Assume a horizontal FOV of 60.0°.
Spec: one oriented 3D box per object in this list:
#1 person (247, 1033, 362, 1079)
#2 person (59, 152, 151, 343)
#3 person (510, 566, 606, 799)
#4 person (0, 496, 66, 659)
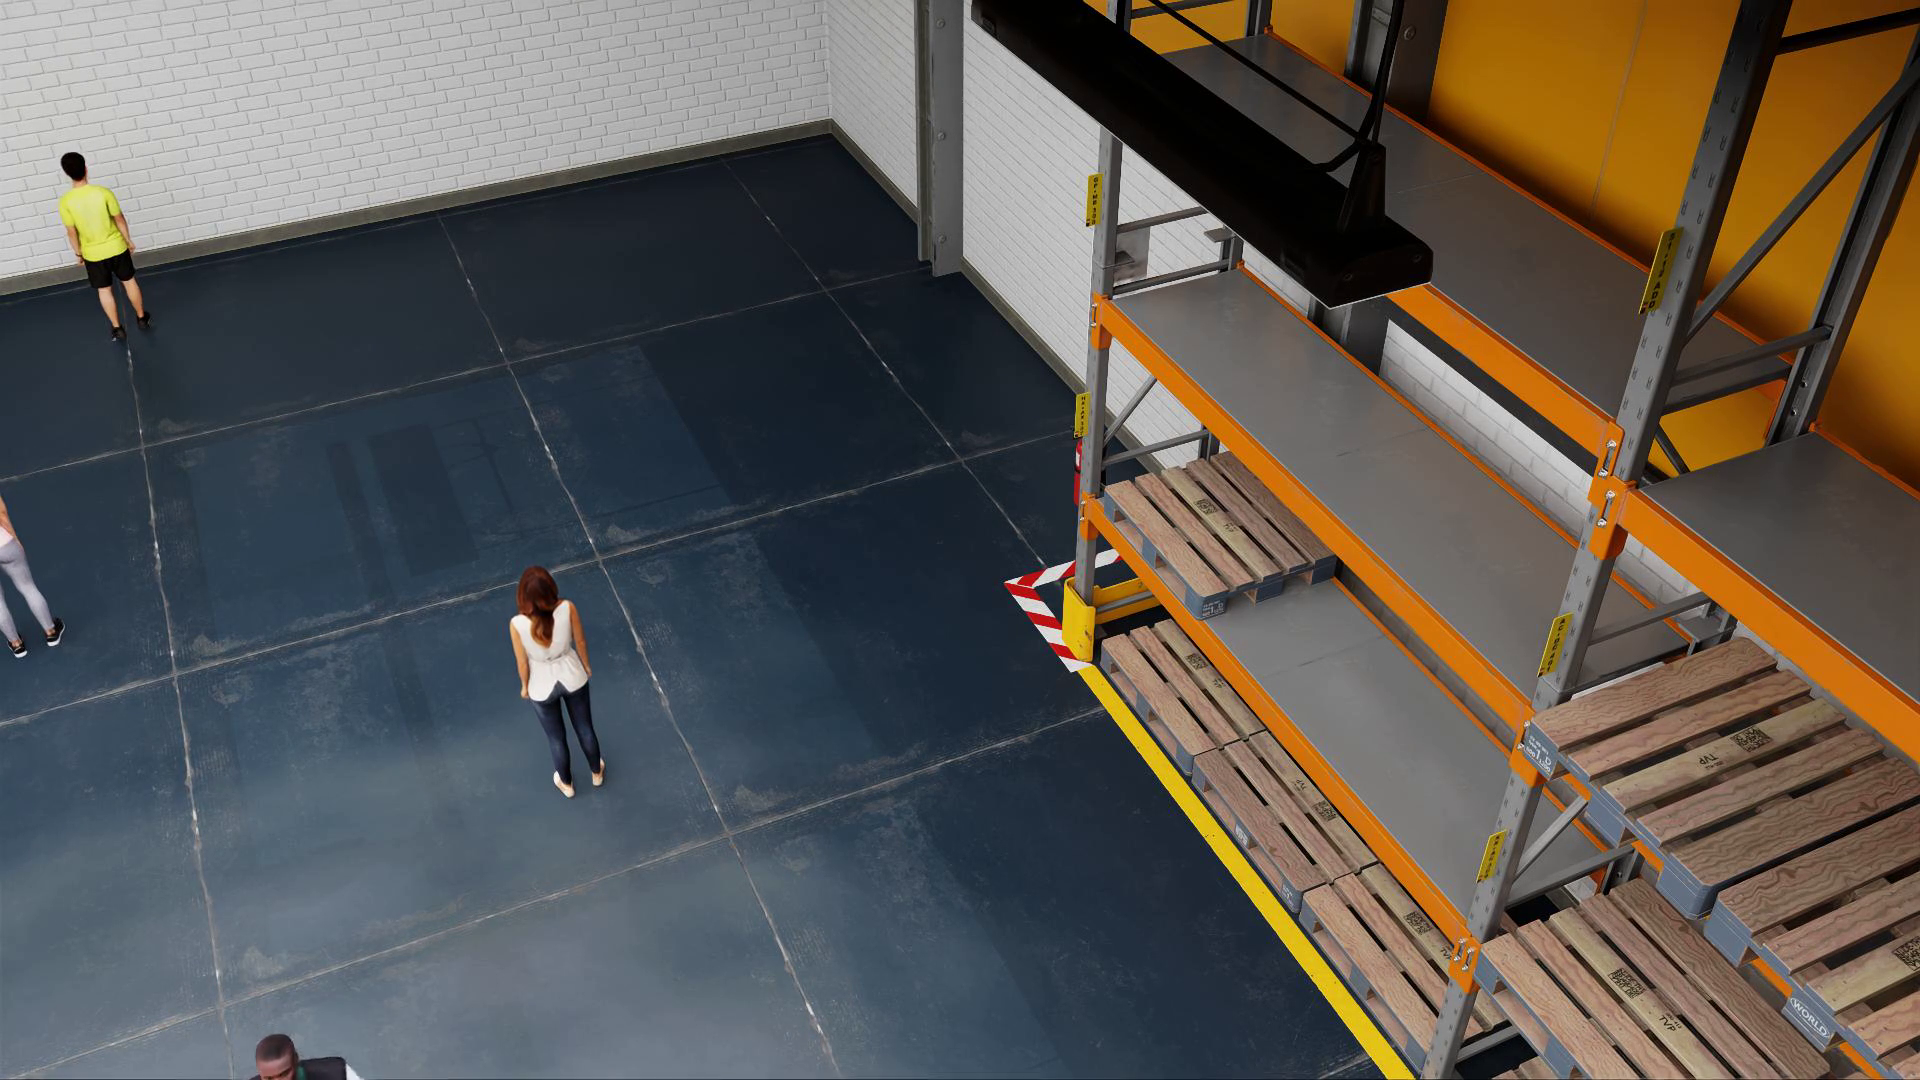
[{"bbox_3d":[-2.950,2.803,7.725,0.729,1.784,1.158,-15,41,-18],"label":"person"},{"bbox_3d":[-7.471,-2.565,14.492,0.667,1.728,0.746,-19,42,-22],"label":"person"},{"bbox_3d":[-2.448,0.875,10.140,0.586,1.784,0.505,-16,41,-19],"label":"person"},{"bbox_3d":[-6.543,0.057,11.212,0.562,1.723,0.510,-18,42,-21],"label":"person"}]
